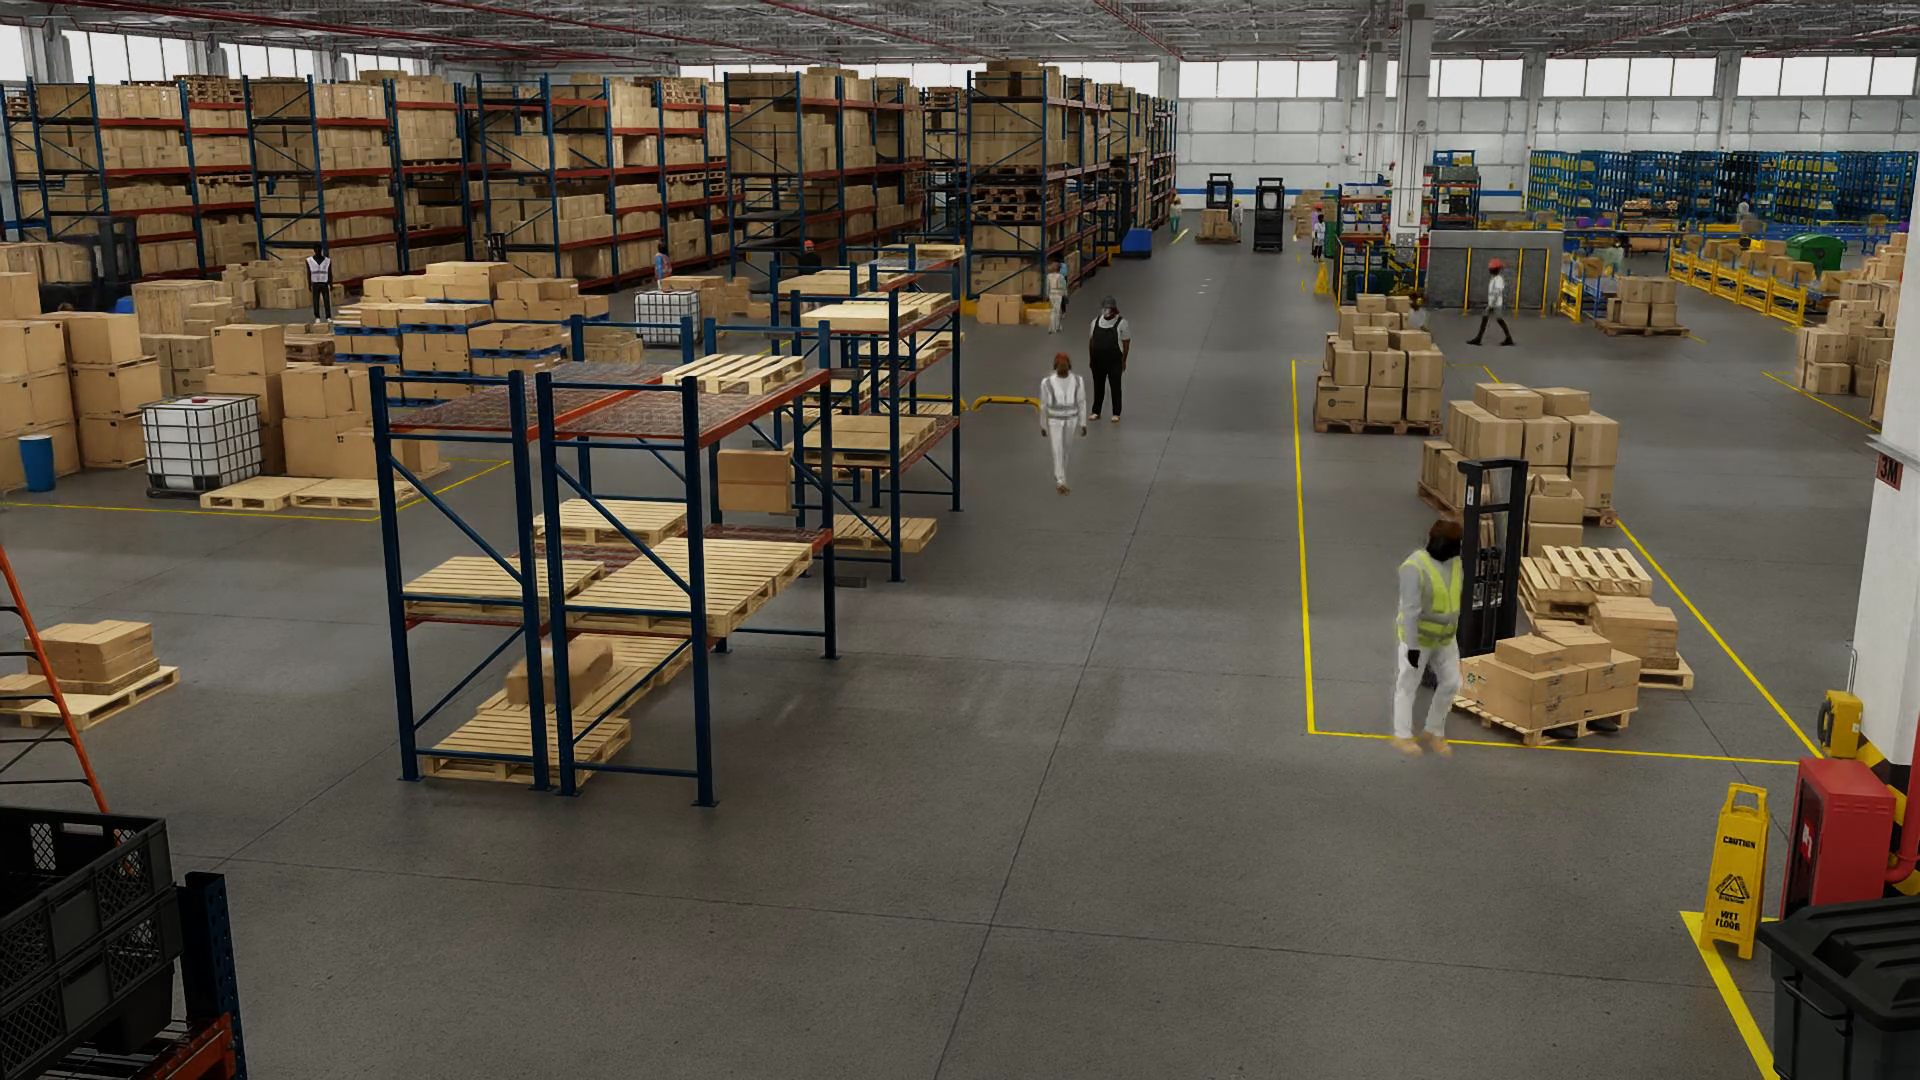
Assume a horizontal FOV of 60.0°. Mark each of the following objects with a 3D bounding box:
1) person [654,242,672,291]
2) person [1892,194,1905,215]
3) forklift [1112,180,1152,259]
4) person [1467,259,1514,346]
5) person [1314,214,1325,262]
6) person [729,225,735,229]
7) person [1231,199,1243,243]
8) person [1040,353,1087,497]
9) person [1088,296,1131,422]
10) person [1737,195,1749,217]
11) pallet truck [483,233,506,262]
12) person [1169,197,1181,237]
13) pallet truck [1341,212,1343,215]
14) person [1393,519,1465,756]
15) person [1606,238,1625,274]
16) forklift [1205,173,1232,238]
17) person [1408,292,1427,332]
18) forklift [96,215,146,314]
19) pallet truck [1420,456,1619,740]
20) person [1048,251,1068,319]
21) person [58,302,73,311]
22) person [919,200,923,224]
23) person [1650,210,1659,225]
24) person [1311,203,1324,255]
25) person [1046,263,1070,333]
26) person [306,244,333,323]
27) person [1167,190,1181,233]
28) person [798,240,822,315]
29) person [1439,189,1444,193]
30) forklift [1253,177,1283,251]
[{"bbox_3d":[-7.528,-6.631,42.267,0.429,1.844,0.627,0,14,2],"label":"person"},{"bbox_3d":[44.123,-15.454,78.163,0.630,1.803,0.454,-7,16,-27],"label":"person"},{"bbox_3d":[6.082,-11.722,60.796,1.873,2.768,1.129,2,14,9],"label":"forklift"},{"bbox_3d":[11.663,-5.165,36.224,0.983,1.892,0.560,1,14,2],"label":"person"},{"bbox_3d":[12.840,-10.764,59.343,0.541,1.696,0.315,-12,18,-40],"label":"person"},{"bbox_3d":[-9.330,-12.583,66.873,0.499,1.624,0.442,3,14,14],"label":"person"},{"bbox_3d":[11.596,-13.371,69.681,0.404,1.826,0.591,-10,17,-36],"label":"person"},{"bbox_3d":[1.330,-1.519,21.568,0.576,1.829,1.036,-3,14,-11],"label":"person"},{"bbox_3d":[2.363,-2.913,26.758,0.687,2.000,0.538,7,15,25],"label":"person"},{"bbox_3d":[33.170,-13.619,70.437,0.403,1.937,0.604,-4,14,-15],"label":"person"},{"bbox_3d":[-11.832,-7.026,43.548,1.885,1.965,0.823,8,16,28],"label":"pallet truck"},{"bbox_3d":[9.529,-14.293,73.620,0.539,1.717,0.901,2,14,9],"label":"person"},{"bbox_3d":[15.874,-13.227,70.310,0.680,1.201,1.601,10,17,35],"label":"pallet truck"},{"bbox_3d":[3.504,0.744,12.363,0.653,1.813,0.565,-7,15,-26],"label":"person"},{"bbox_3d":[18.842,-7.901,47.886,0.503,1.615,0.502,0,14,1],"label":"person"},{"bbox_3d":[11.195,-14.412,71.718,1.129,2.768,1.873,3,14,10],"label":"forklift"},{"bbox_3d":[8.047,-3.460,29.381,0.381,1.849,0.568,-6,15,-22],"label":"person"},{"bbox_3d":[-18.052,-5.604,35.954,1.873,2.768,1.129,3,14,10],"label":"forklift"},{"bbox_3d":[4.504,0.400,13.395,0.823,1.965,1.885,-6,15,-23],"label":"pallet truck"},{"bbox_3d":[2.432,-6.340,41.385,0.551,1.694,0.318,10,17,34],"label":"person"},{"bbox_3d":[-14.235,-2.849,26.706,0.356,1.938,0.638,-2,14,-8],"label":"person"},{"bbox_3d":[-2.058,-16.764,83.248,0.565,1.912,0.660,2,14,10],"label":"person"},{"bbox_3d":[27.396,-12.368,65.744,0.505,1.753,0.530,-1,14,-3],"label":"person"},{"bbox_3d":[13.623,-11.744,62.865,0.780,1.913,0.571,-7,15,-25],"label":"person"},{"bbox_3d":[2.317,-5.620,38.640,0.749,1.611,0.521,-11,18,-37],"label":"person"},{"bbox_3d":[-15.647,-6.275,40.685,0.587,1.911,0.397,-7,15,-26],"label":"person"},{"bbox_3d":[9.818,-15.092,76.344,0.641,1.969,0.595,3,14,12],"label":"person"},{"bbox_3d":[-3.702,-6.388,40.996,0.607,1.985,0.409,-5,15,-20],"label":"person"},{"bbox_3d":[23.488,-16.259,81.406,0.600,1.824,0.403,-2,14,-7],"label":"person"},{"bbox_3d":[12.083,-12.747,64.956,1.129,2.768,1.873,3,14,10],"label":"forklift"}]
